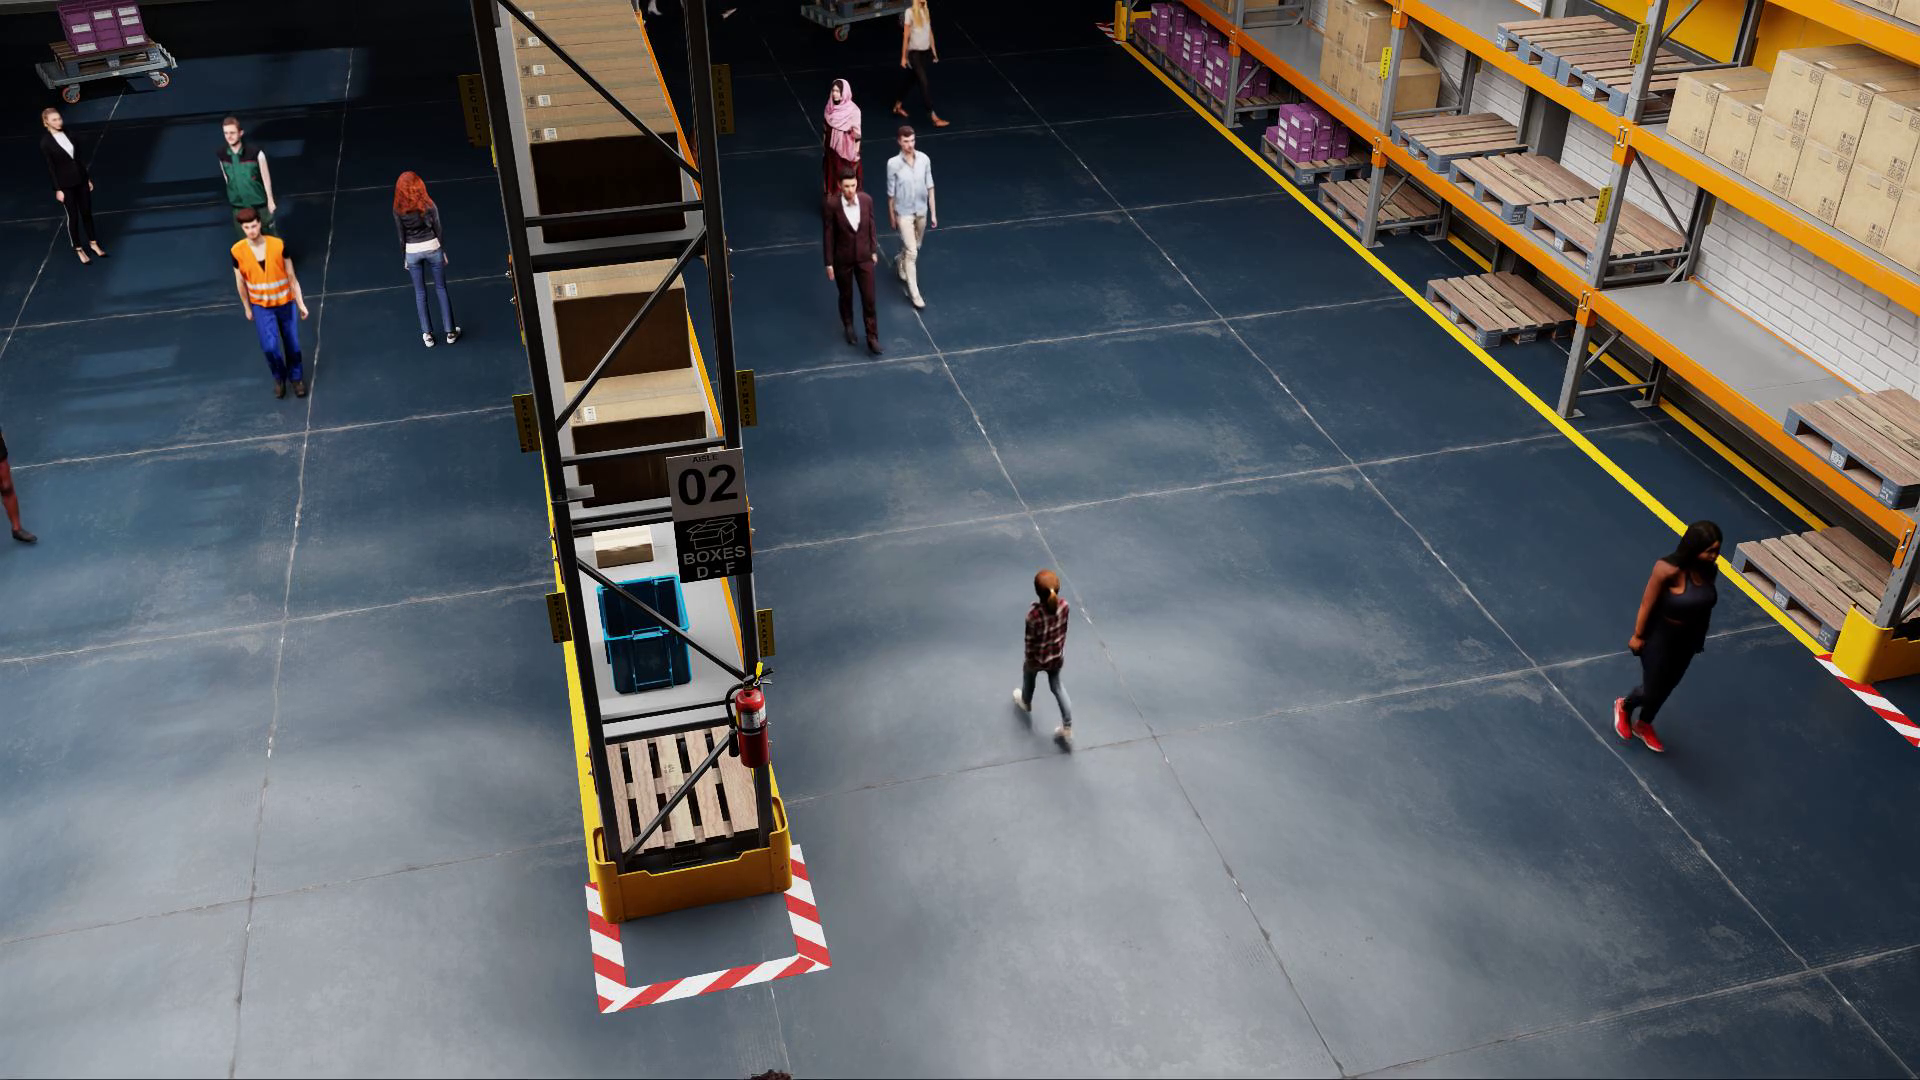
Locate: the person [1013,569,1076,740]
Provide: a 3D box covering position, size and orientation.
[{"bbox_3d":[0.623,0.794,11.303,0.663,1.281,0.964,-16,37,-23],"label":"person"}]

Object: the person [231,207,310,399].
[{"bbox_3d":[-6.320,-2.218,15.303,0.746,1.869,0.730,-15,36,-21],"label":"person"}]

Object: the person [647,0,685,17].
[{"bbox_3d":[-4.588,-8.906,25.447,0.698,1.779,0.943,-11,35,-16],"label":"person"}]

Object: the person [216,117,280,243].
[{"bbox_3d":[-7.353,-3.534,17.345,0.818,1.799,1.137,-1,34,-2],"label":"person"}]

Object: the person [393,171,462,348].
[{"bbox_3d":[-5.200,-2.736,16.156,0.563,1.787,0.538,-7,34,-11],"label":"person"}]

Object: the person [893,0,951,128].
[{"bbox_3d":[-0.630,-6.236,21.437,1.250,1.770,1.136,21,39,28],"label":"person"}]

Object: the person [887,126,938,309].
[{"bbox_3d":[-0.532,-3.391,17.116,0.807,1.815,1.218,-16,37,-23],"label":"person"}]

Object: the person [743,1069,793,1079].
[{"bbox_3d":[-0.893,3.067,7.417,0.900,1.797,0.823,-25,41,-32],"label":"person"}]

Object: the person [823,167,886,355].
[{"bbox_3d":[-1.070,-2.765,16.156,0.731,1.836,1.003,-10,35,-14],"label":"person"}]

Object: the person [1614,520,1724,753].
[{"bbox_3d":[4.695,0.594,11.128,0.712,1.806,0.694,-11,35,-16],"label":"person"}]

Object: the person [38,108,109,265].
[{"bbox_3d":[-9.526,-3.806,17.841,0.748,1.705,0.678,16,37,23],"label":"person"}]

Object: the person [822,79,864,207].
[{"bbox_3d":[-1.328,-4.425,18.832,0.763,1.639,0.807,14,36,21],"label":"person"}]
